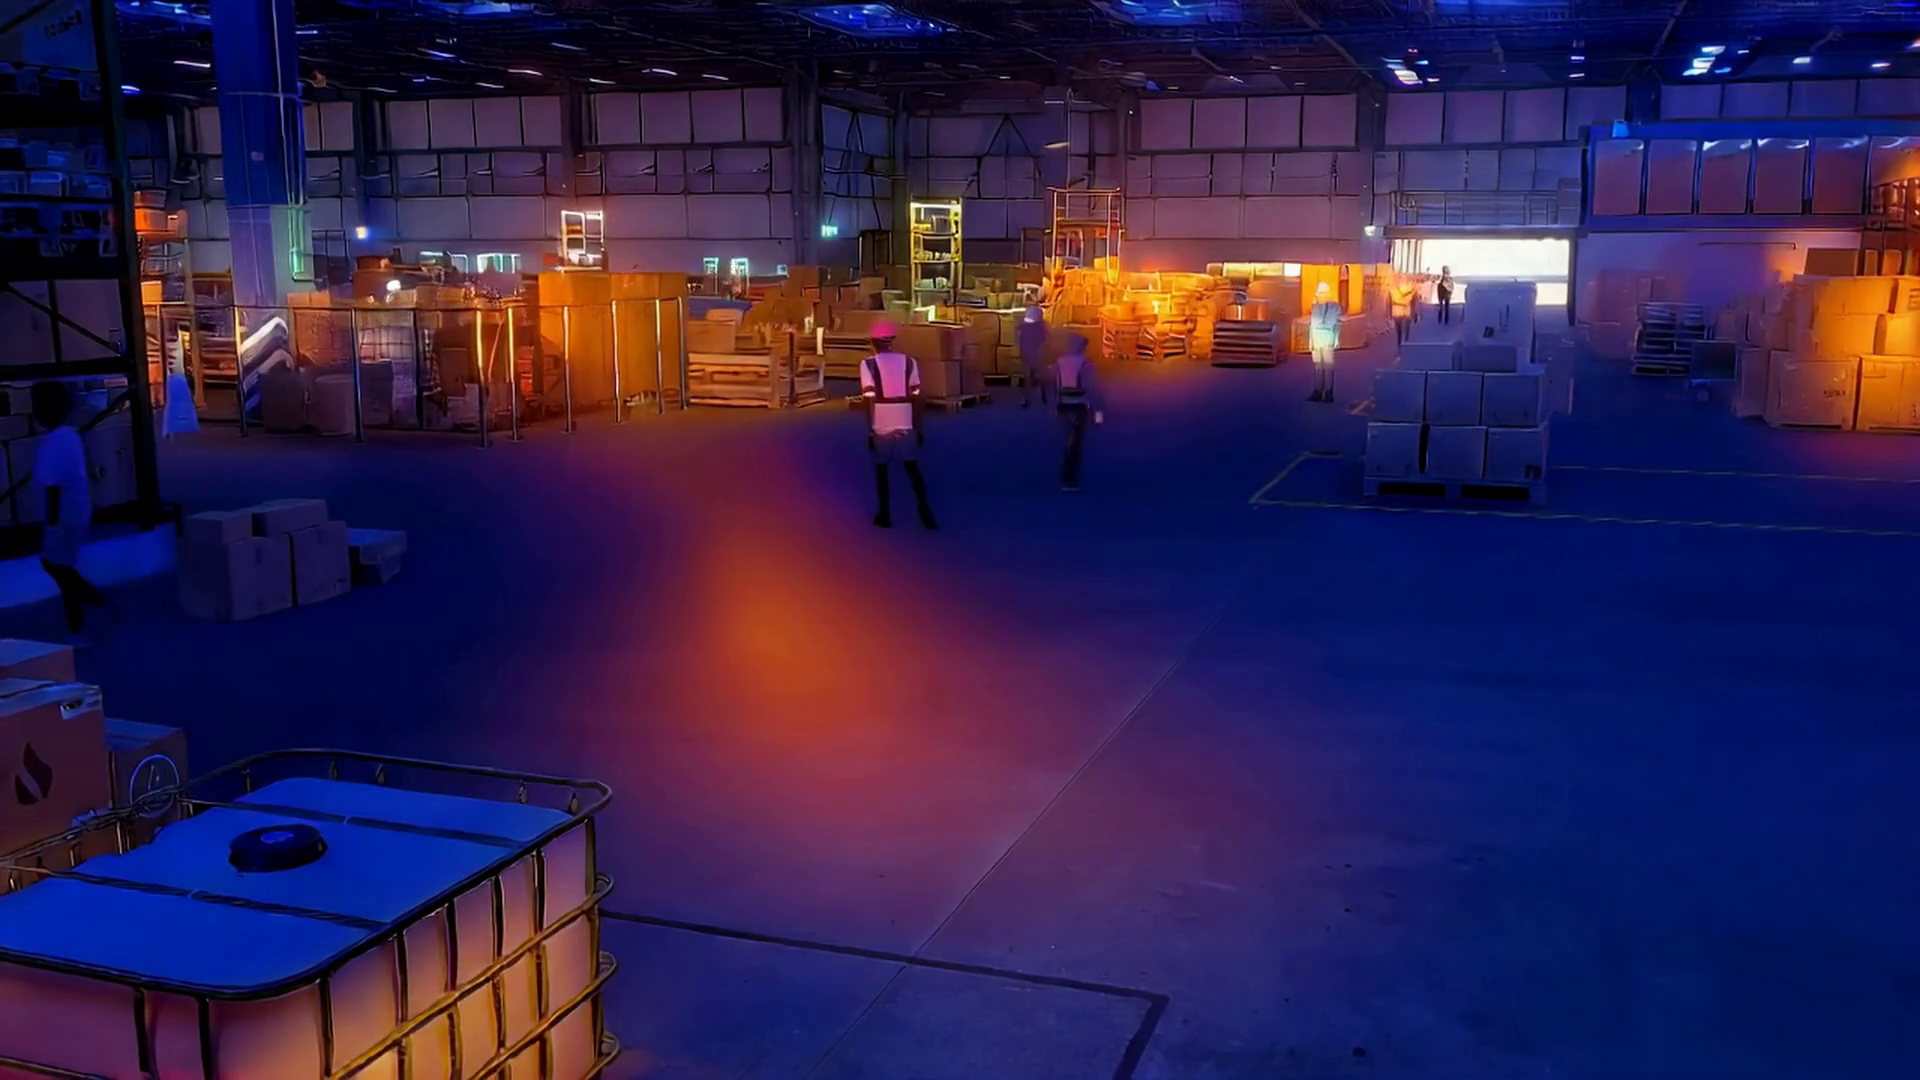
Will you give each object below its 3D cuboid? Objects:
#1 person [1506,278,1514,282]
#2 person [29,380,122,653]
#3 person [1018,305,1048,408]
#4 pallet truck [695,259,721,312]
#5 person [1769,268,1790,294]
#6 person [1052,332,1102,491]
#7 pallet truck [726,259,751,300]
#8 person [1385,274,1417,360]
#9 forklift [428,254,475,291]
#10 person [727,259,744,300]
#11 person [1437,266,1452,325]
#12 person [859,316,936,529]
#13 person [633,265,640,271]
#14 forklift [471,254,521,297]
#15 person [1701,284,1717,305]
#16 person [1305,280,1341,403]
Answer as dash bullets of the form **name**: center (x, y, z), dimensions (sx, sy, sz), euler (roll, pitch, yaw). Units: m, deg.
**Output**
- **person**: center (12.382, -5.024, 37.521), dimensions (0.537, 1.753, 0.530), euler (8, 13, 38)
- **person**: center (-5.484, -0.134, 10.164), dimensions (0.369, 1.686, 0.550), euler (-3, 11, -17)
- **person**: center (1.157, -2.853, 25.797), dimensions (0.516, 1.581, 0.856), euler (5, 11, 27)
- **pallet truck**: center (-9.165, -9.627, 62.776), dimensions (0.823, 1.965, 1.885), euler (4, 11, 23)
- **person**: center (19.578, -5.515, 39.743), dimensions (0.568, 1.949, 0.620), euler (-4, 11, -21)
- **person**: center (1.225, -1.318, 17.043), dimensions (0.523, 1.619, 0.567), euler (10, 14, 44)
- **pallet truck**: center (-7.986, -9.493, 62.019), dimensions (0.823, 1.965, 1.885), euler (3, 11, 17)
- **person**: center (9.464, -4.764, 35.725), dimensions (0.603, 1.872, 0.964), euler (5, 11, 25)
- **forklift**: center (-20.133, -10.254, 65.465), dimensions (1.157, 1.987, 2.680), euler (3, 11, 19)
- **person**: center (-7.394, -8.283, 55.143), dimensions (0.643, 2.017, 0.684), euler (-8, 13, -38)
- **person**: center (15.217, -7.680, 52.239), dimensions (0.506, 1.846, 0.345), euler (8, 13, 38)
- **person**: center (-0.550, -0.995, 14.473), dimensions (0.572, 1.895, 0.883), euler (-4, 11, -22)
- **person**: center (-10.568, -8.073, 54.435), dimensions (1.006, 1.850, 0.665), euler (7, 12, 36)
- **forklift**: center (-17.990, -10.121, 64.684), dimensions (1.157, 1.987, 2.680), euler (3, 11, 17)
- **person**: center (23.490, -7.694, 52.153), dimensions (0.645, 1.900, 0.394), euler (0, 10, -2)
- **person**: center (5.782, -3.158, 26.497), dimensions (0.351, 1.942, 0.547), euler (-7, 13, -36)
